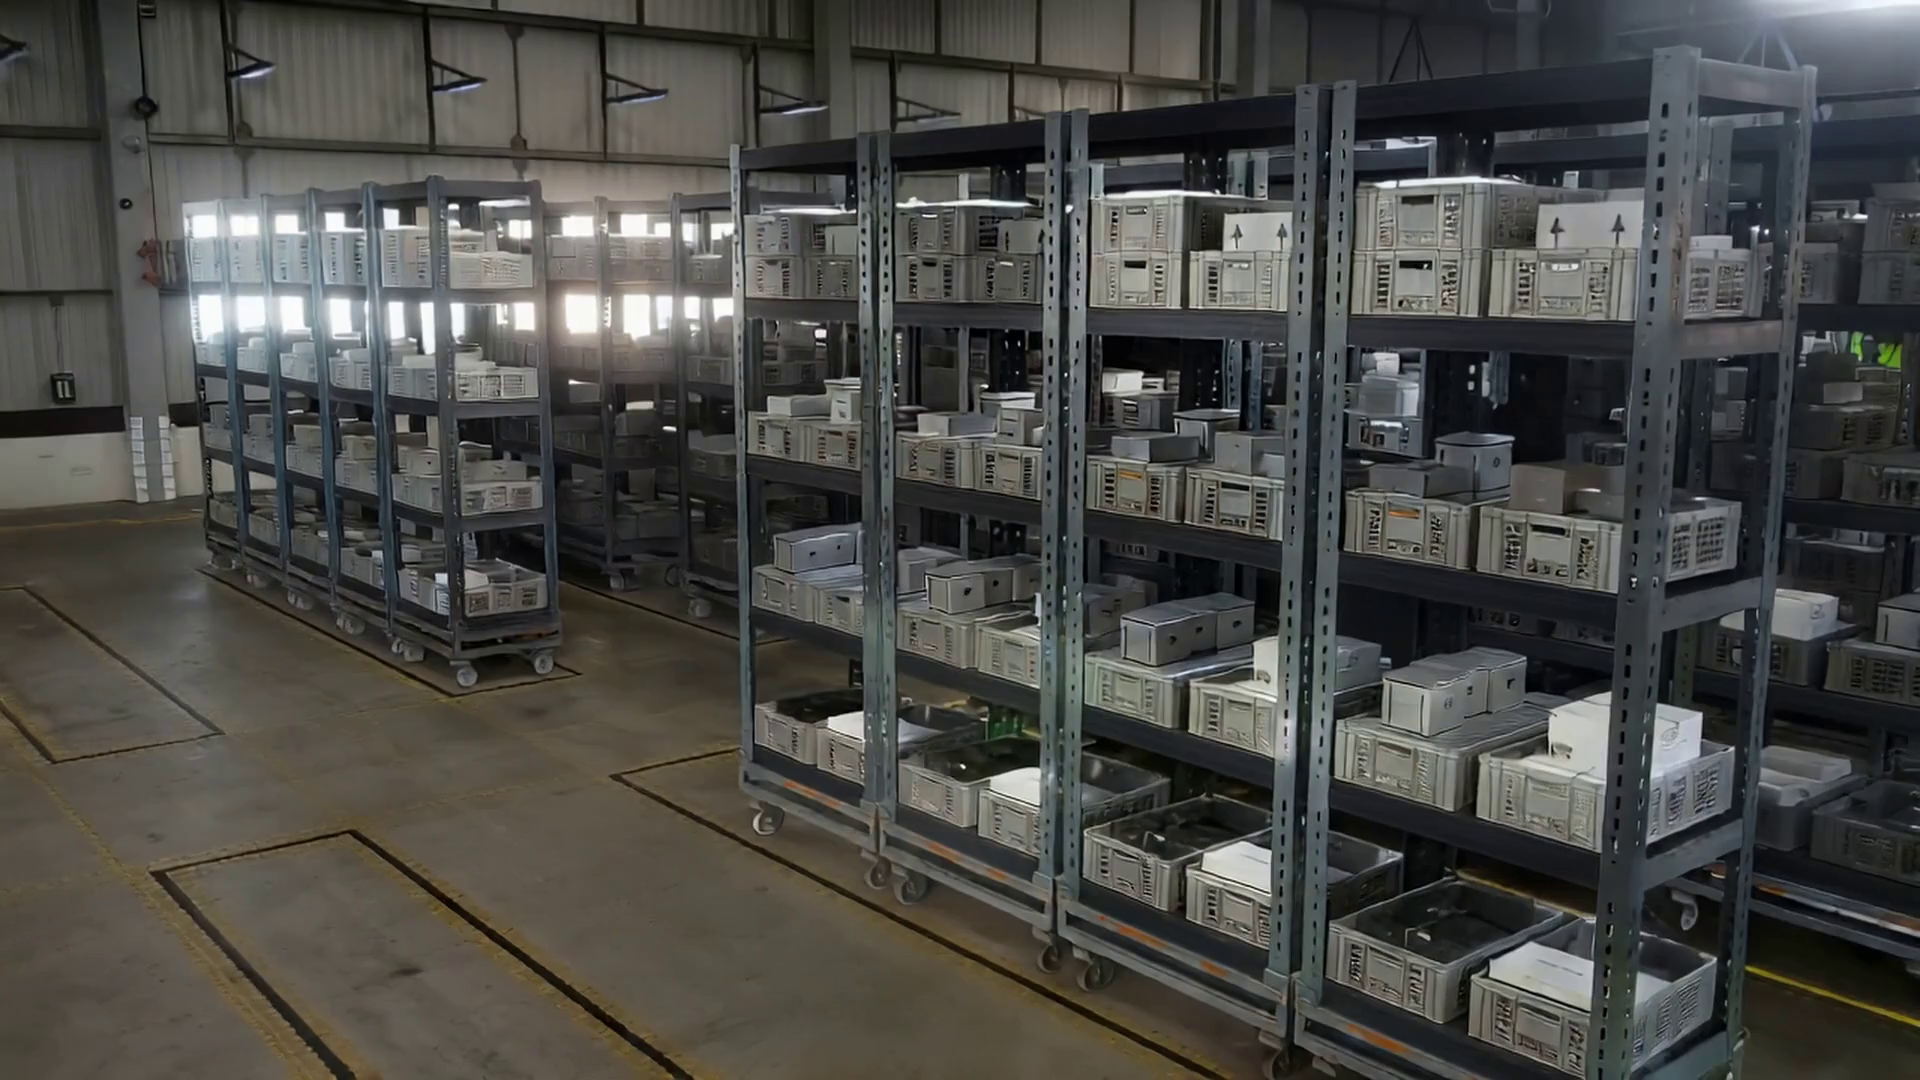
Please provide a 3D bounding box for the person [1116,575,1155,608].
[{"bbox_3d":[1.438,-0.113,12.920,0.383,1.996,0.609,9,13,44],"label":"person"}]
